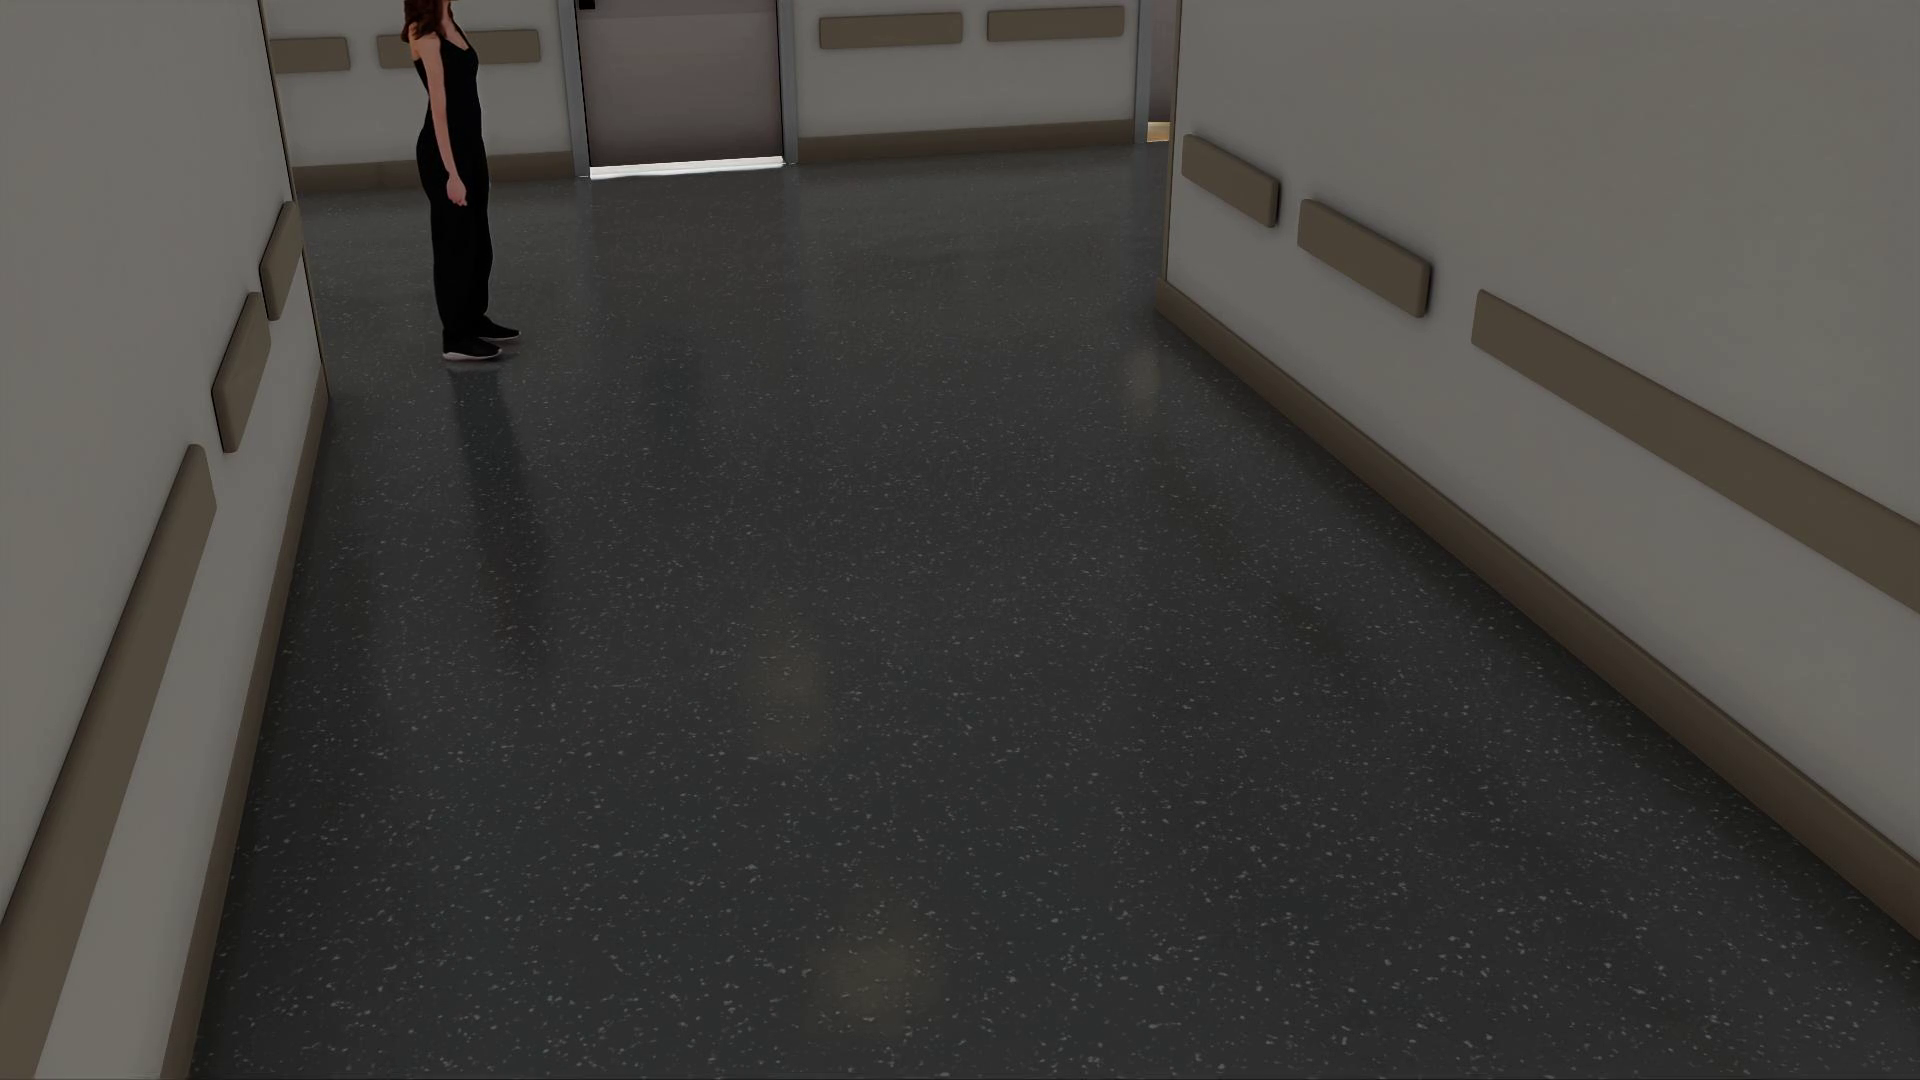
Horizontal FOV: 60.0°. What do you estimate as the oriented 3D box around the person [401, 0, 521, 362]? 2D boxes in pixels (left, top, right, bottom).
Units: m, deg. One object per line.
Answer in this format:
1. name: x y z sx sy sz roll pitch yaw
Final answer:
1. person: -2.180 -1.640 7.106 0.616 1.746 0.629 1 26 3
